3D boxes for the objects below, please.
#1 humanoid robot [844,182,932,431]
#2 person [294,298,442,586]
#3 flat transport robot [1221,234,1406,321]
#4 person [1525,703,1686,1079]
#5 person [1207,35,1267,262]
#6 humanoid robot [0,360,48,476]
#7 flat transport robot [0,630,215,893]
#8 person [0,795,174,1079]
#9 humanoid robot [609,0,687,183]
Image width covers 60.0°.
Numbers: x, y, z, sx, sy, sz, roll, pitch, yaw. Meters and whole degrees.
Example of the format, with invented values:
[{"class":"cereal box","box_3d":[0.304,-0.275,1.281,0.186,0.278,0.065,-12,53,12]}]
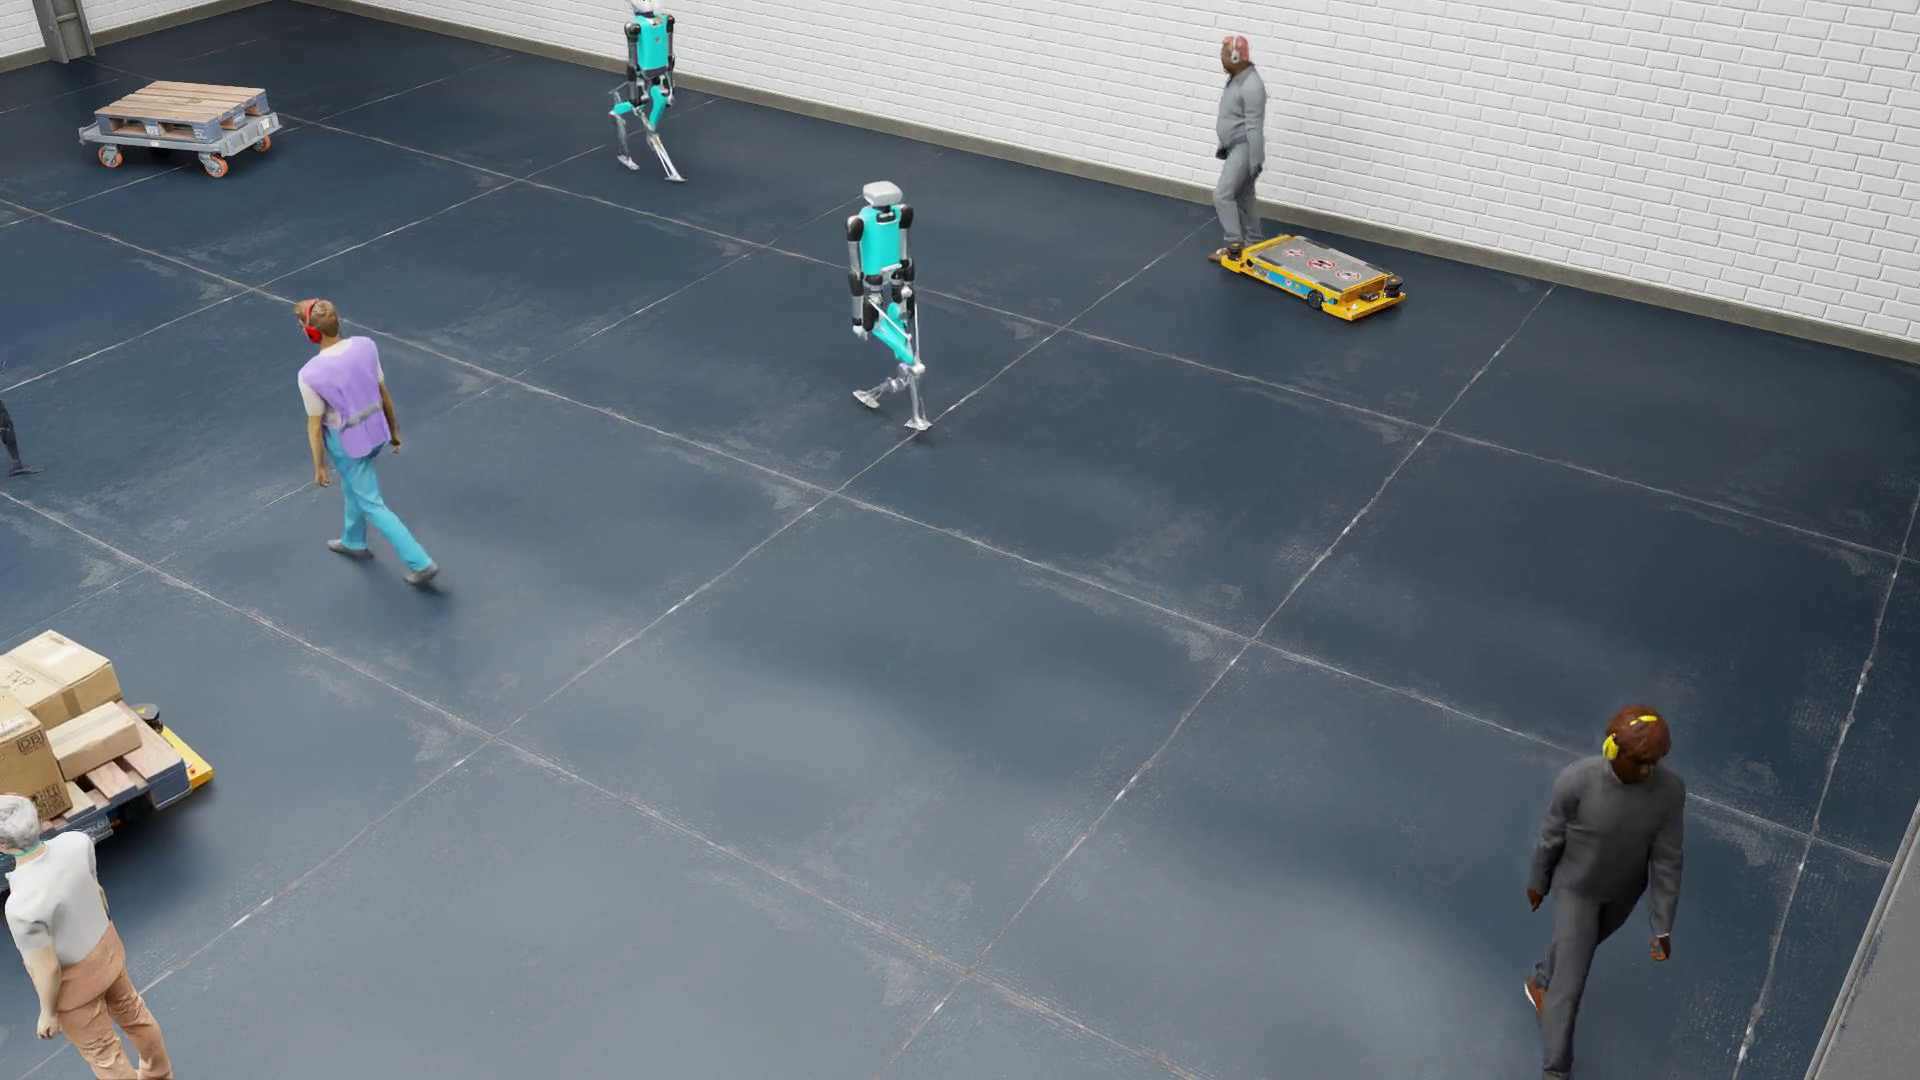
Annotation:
[{"class":"humanoid robot","box_3d":[-0.384,-1.499,11.274,0.557,1.756,1.043,-25,40,-34]},{"class":"person","box_3d":[-3.512,-0.566,9.724,0.923,1.796,0.564,13,35,19]},{"class":"flat transport robot","box_3d":[2.891,-2.190,13.664,0.659,0.231,1.431,-23,39,-31]},{"class":"person","box_3d":[2.544,1.460,6.541,0.489,1.824,0.964,-2,33,-3]},{"class":"person","box_3d":[2.329,-3.237,13.822,0.611,1.865,0.654,1,33,1]},{"class":"humanoid robot","box_3d":[-6.464,-1.100,10.682,0.608,1.641,0.602,-9,34,-14]},{"class":"flat transport robot","box_3d":[-4.530,1.318,8.205,0.659,0.231,1.431,26,41,34]},{"class":"person","box_3d":[-3.367,1.642,6.342,0.320,1.737,0.483,2,33,3]},{"class":"humanoid robot","box_3d":[-3.013,-4.200,15.485,1.024,1.778,0.530,25,40,33]}]
